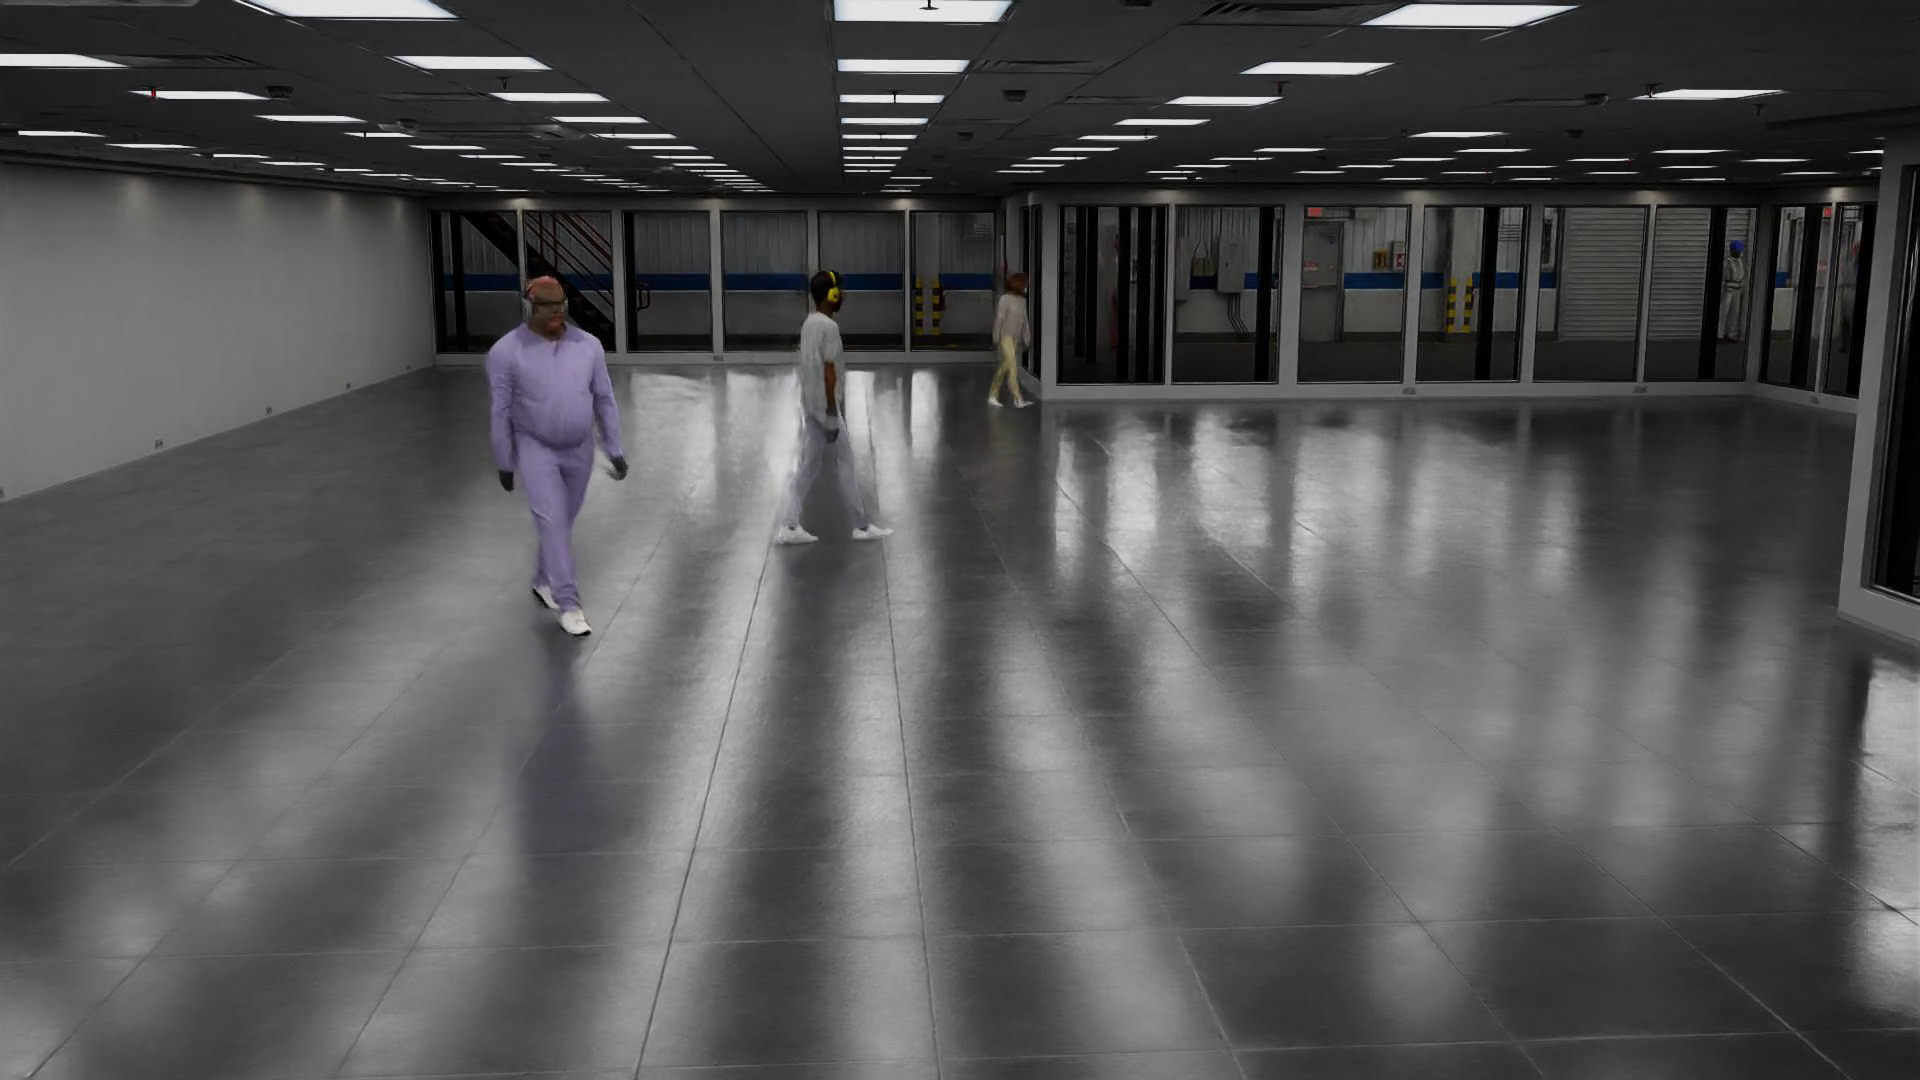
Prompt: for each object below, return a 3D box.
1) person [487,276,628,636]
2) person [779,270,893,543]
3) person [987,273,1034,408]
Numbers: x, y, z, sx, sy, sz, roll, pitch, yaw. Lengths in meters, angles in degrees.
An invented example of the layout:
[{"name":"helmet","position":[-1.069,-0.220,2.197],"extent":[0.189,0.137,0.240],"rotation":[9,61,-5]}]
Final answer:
[{"name":"person","position":[-2.166,-0.479,8.924],"extent":[0.653,1.861,0.985],"rotation":[-8,13,-36]},{"name":"person","position":[-0.883,-0.882,11.159],"extent":[0.807,1.835,0.550],"rotation":[-6,12,-31]},{"name":"person","position":[0.648,-2.354,19.696],"extent":[0.793,1.587,0.549],"rotation":[8,13,36]}]
